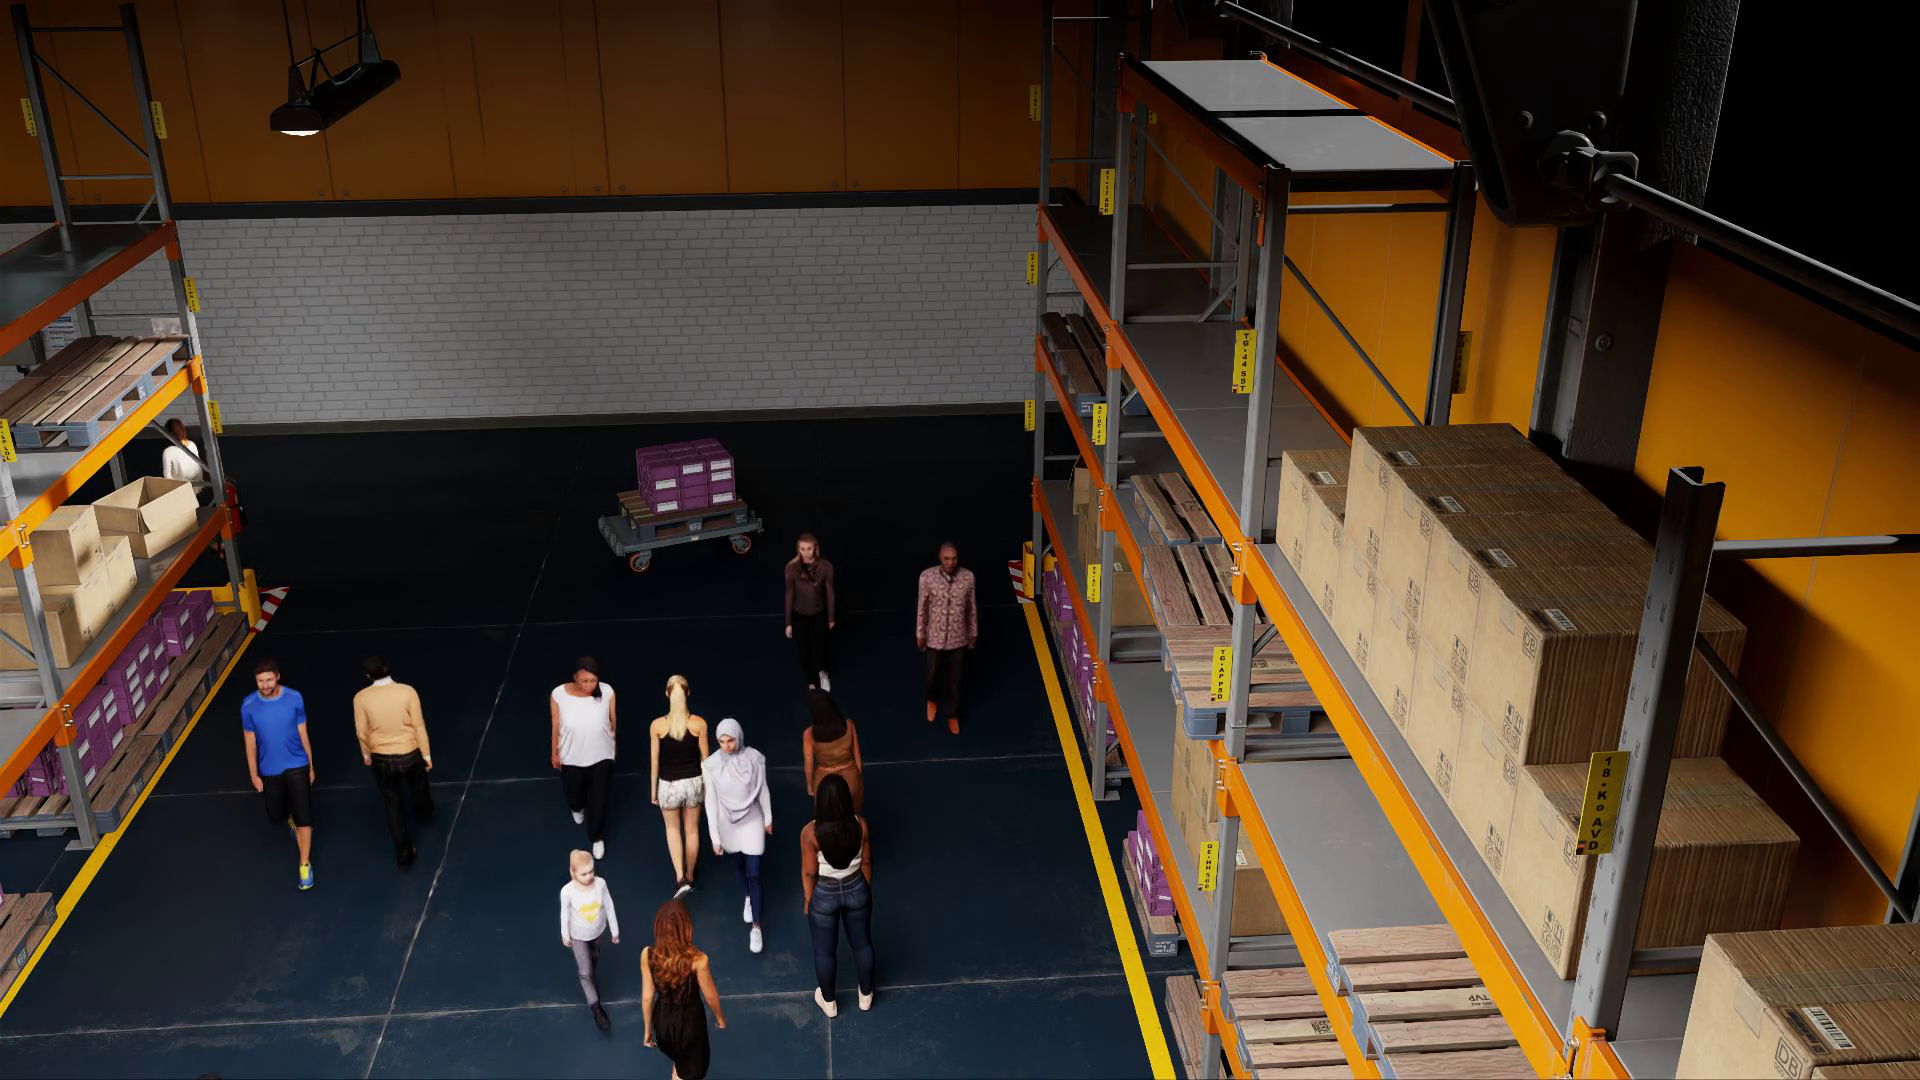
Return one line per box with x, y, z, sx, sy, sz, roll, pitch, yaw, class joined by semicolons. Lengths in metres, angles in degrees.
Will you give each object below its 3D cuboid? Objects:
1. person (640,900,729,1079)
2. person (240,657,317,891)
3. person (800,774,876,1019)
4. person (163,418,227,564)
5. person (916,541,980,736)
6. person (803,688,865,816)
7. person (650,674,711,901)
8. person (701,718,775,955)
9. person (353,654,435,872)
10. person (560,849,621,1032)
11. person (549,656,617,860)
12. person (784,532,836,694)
-1.670;2.975;9.707;0.800;1.801;1.096;6;24;13;person
-5.113;1.686;12.598;0.763;1.847;1.118;-7;25;-16;person
-0.802;2.375;11.077;0.664;1.801;0.638;-6;24;-12;person
-8.219;-0.478;17.783;0.910;1.659;1.009;8;25;17;person
-0.129;0.808;14.669;0.721;1.797;0.731;-3;24;-8;person
-0.933;1.876;12.387;0.669;1.668;0.621;-4;24;-8;person
-2.048;1.855;12.233;0.639;1.829;0.868;-3;24;-8;person
-1.585;2.007;11.987;0.647;1.748;0.924;-2;24;-4;person
-4.317;1.720;12.701;0.791;1.702;1.163;-4;24;-10;person
-2.536;2.615;11.217;0.765;1.251;0.950;-14;27;-30;person
-2.903;1.633;12.943;0.759;1.667;0.902;-4;24;-9;person
-1.354;0.677;15.102;0.636;1.690;0.646;0;24;1;person
